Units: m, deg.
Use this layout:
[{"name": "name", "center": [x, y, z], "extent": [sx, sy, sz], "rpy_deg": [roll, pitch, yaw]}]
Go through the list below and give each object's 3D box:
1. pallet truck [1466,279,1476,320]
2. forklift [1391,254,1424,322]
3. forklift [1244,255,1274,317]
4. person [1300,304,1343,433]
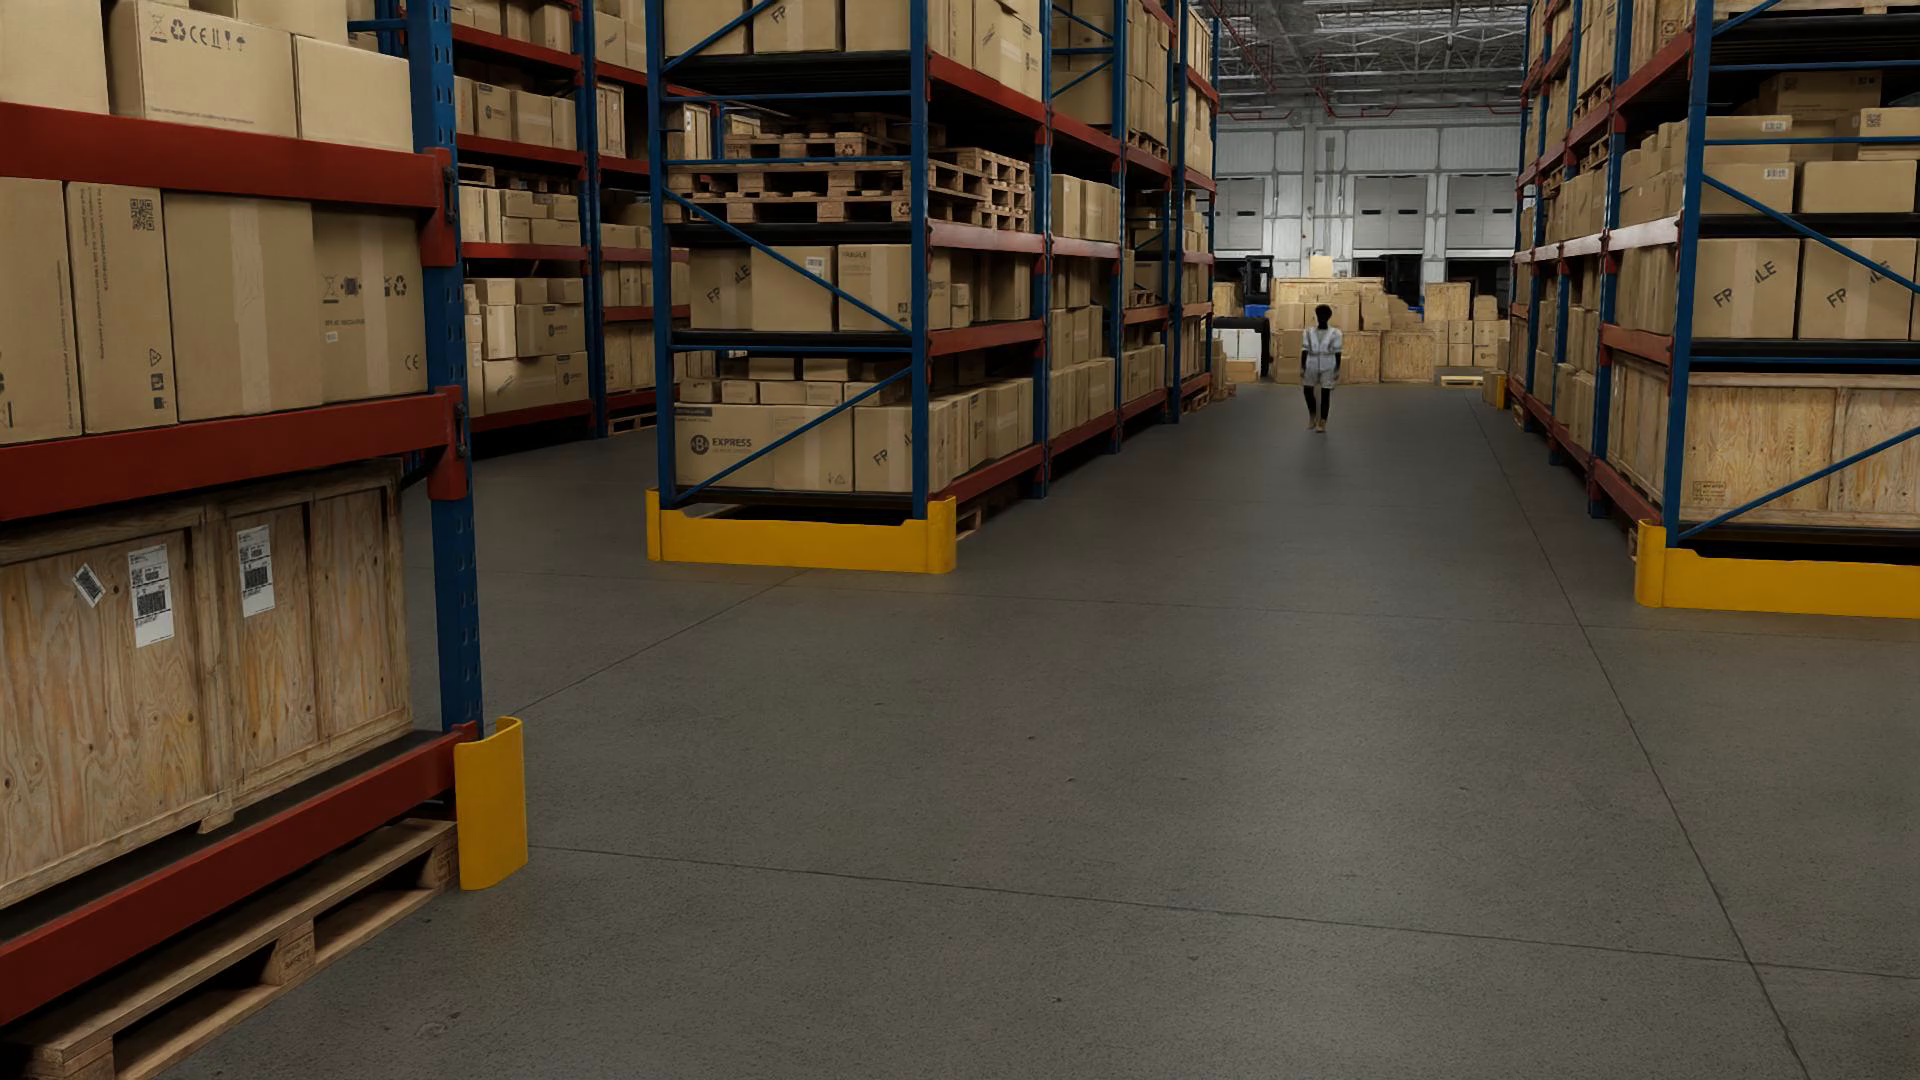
[{"name": "pallet truck", "center": [18.896, -8.459, 60.307], "extent": [1.885, 1.965, 0.823], "rpy_deg": [5, 10, 31]}, {"name": "forklift", "center": [14.740, -8.061, 54.986], "extent": [1.129, 2.768, 1.873], "rpy_deg": [-2, 9, -11]}, {"name": "forklift", "center": [10.478, -8.583, 58.304], "extent": [1.129, 2.768, 1.873], "rpy_deg": [0, 9, -1]}, {"name": "person", "center": [4.721, -2.242, 21.767], "extent": [0.551, 1.685, 0.366], "rpy_deg": [4, 10, 23]}]
